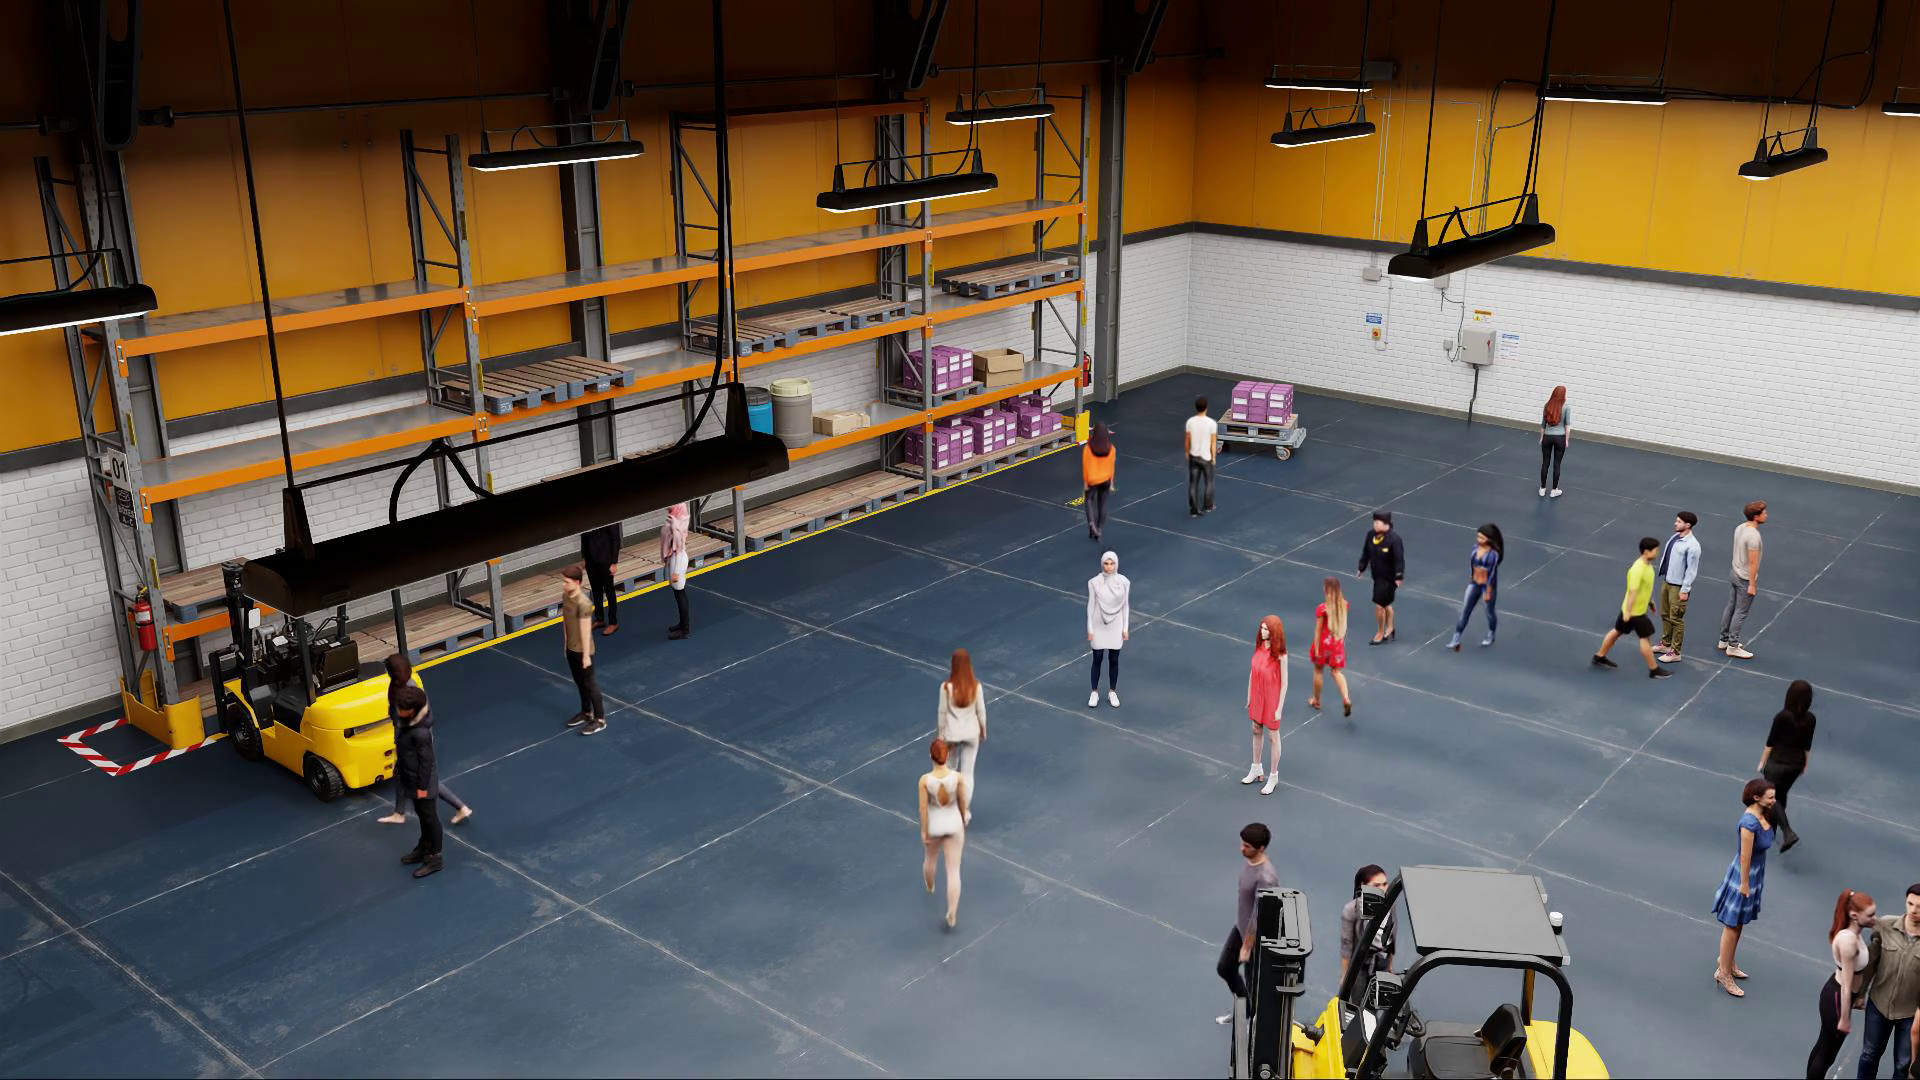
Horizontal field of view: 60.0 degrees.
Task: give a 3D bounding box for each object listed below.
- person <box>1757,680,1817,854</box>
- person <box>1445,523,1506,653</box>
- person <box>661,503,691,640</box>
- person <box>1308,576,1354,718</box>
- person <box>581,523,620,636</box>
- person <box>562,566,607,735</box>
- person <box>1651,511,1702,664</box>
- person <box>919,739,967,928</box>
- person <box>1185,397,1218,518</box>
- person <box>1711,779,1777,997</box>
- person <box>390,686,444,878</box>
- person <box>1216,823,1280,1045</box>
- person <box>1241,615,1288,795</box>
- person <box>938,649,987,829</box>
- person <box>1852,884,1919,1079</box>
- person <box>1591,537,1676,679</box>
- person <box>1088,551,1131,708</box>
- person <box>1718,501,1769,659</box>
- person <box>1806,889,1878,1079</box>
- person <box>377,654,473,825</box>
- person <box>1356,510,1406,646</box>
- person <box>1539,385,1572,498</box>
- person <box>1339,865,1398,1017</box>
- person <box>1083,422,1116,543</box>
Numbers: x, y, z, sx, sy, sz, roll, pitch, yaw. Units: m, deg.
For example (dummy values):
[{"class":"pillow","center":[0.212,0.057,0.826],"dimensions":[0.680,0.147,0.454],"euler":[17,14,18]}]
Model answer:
[{"class":"person","center":[7.556,2.081,15.160],"dimensions":[0.931,1.624,0.979],"euler":[-2,19,-6]},{"class":"person","center":[6.255,0.578,19.710],"dimensions":[1.110,1.570,0.835],"euler":[-12,22,-31]},{"class":"person","center":[-3.411,0.311,20.135],"dimensions":[0.793,1.804,0.735],"euler":[-2,19,-6]},{"class":"person","center":[4.031,1.173,17.935],"dimensions":[0.949,1.575,0.925],"euler":[-6,20,-17]},{"class":"person","center":[-4.384,0.216,20.292],"dimensions":[0.738,1.884,0.620],"euler":[10,21,27]},{"class":"person","center":[-4.013,1.139,17.612],"dimensions":[0.624,1.845,0.690],"euler":[-15,23,-37]},{"class":"person","center":[8.393,0.531,19.471],"dimensions":[0.813,1.811,0.749],"euler":[-1,19,-4]},{"class":"person","center":[-0.121,2.482,14.008],"dimensions":[0.980,1.601,1.066],"euler":[-1,19,-3]},{"class":"person","center":[3.544,-1.210,24.672],"dimensions":[0.791,1.790,0.915],"euler":[9,21,25]},{"class":"person","center":[6.174,2.695,13.054],"dimensions":[0.754,1.806,0.545],"euler":[11,22,30]},{"class":"person","center":[-4.810,2.113,14.829],"dimensions":[0.691,1.776,0.691],"euler":[-12,22,-31]},{"class":"person","center":[2.275,2.922,12.339],"dimensions":[0.861,1.831,0.803],"euler":[-2,19,-4]},{"class":"person","center":[3.013,1.590,16.301],"dimensions":[0.595,1.828,0.645],"euler":[-12,22,-32]},{"class":"person","center":[0.018,1.897,15.646],"dimensions":[1.043,1.663,1.145],"euler":[0,19,0]},{"class":"person","center":[6.471,3.202,11.454],"dimensions":[0.716,1.865,0.593],"euler":[17,25,41]},{"class":"person","center":[7.632,0.768,19.013],"dimensions":[0.879,1.654,1.127],"euler":[9,20,24]},{"class":"person","center":[1.618,0.967,18.231],"dimensions":[0.694,1.775,0.733],"euler":[0,19,0]},{"class":"person","center":[9.244,0.438,19.613],"dimensions":[0.808,1.896,0.704],"euler":[1,19,3]},{"class":"person","center":[6.107,3.227,11.577],"dimensions":[0.674,1.740,0.501],"euler":[11,22,30]},{"class":"person","center":[-5.024,1.902,15.531],"dimensions":[1.162,1.728,1.094],"euler":[-2,19,-6]},{"class":"person","center":[5.176,0.436,20.006],"dimensions":[0.878,1.650,0.839],"euler":[-9,21,-25]},{"class":"person","center":[9.185,-1.537,25.720],"dimensions":[0.610,1.742,0.560],"euler":[12,22,31]},{"class":"person","center":[2.941,3.101,12.048],"dimensions":[0.667,1.678,0.776],"euler":[-8,20,-23]},{"class":"person","center":[1.977,-0.798,23.533],"dimensions":[0.733,1.737,0.794],"euler":[-2,19,-6]}]
